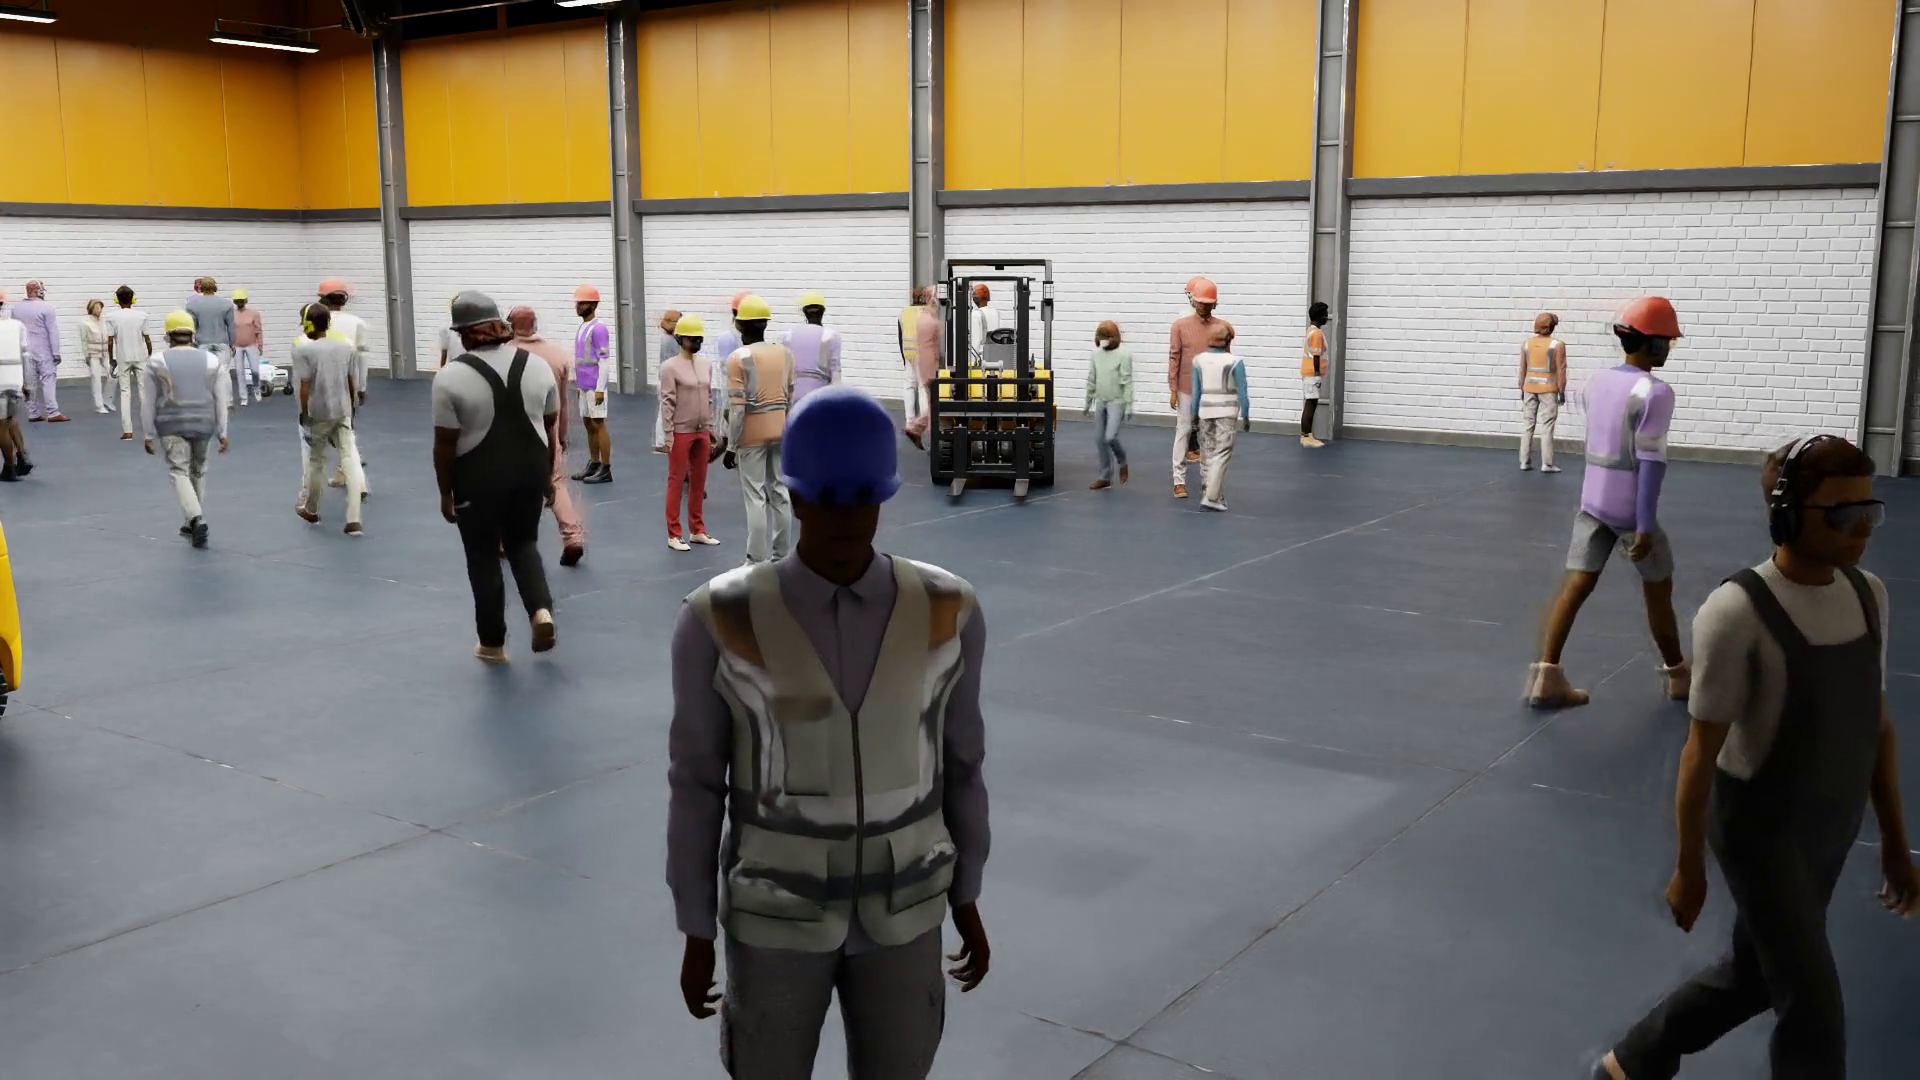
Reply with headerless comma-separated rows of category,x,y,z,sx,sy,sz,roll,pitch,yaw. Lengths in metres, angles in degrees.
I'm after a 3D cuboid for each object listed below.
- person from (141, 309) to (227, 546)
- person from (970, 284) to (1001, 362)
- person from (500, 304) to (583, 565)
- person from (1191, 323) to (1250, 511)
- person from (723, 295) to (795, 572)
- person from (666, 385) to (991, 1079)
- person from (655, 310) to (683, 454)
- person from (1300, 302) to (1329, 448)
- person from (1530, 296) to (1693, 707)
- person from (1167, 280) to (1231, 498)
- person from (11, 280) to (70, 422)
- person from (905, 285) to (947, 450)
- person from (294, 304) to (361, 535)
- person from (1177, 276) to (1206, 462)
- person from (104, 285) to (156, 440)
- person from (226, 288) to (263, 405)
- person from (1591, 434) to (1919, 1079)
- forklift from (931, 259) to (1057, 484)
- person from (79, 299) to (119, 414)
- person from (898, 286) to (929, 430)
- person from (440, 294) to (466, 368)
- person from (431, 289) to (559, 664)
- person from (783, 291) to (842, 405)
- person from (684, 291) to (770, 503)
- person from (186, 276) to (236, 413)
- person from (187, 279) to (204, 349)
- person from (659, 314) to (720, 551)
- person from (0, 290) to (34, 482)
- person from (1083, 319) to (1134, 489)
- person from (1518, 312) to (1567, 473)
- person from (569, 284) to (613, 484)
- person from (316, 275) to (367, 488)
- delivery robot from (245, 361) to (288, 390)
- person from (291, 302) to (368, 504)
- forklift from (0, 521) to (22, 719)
person,-5.915,-0.864,12.725,0.599,1.803,0.834,-8,13,-41
person,0.285,-2.155,20.164,0.357,1.884,0.574,6,11,33
person,-3.043,-0.745,11.857,0.651,1.872,0.978,-9,13,-42
person,2.245,-1.058,14.388,0.538,1.634,0.456,8,12,40
person,-1.381,-0.702,11.376,0.370,1.928,0.585,8,12,39
person,-0.229,0.682,3.087,0.615,1.943,0.409,-3,10,-18
person,-3.183,-1.762,18.620,0.563,1.611,0.524,1,10,5
person,4.117,-1.914,19.314,0.321,1.689,0.530,2,10,9
person,3.242,-0.169,8.025,1.048,1.987,0.633,-3,10,-17
person,2.199,-1.375,15.215,0.609,1.986,0.391,-2,10,-12
person,-12.347,-2.531,22.334,0.643,1.908,0.399,2,10,12
person,-0.302,-1.871,18.432,0.507,1.894,0.660,1,10,6
person,-5.057,-0.961,13.267,0.535,1.807,1.003,-9,13,-41
person,2.541,-1.850,18.014,0.375,1.995,0.611,5,11,27
person,-10.030,-2.142,20.126,0.508,1.872,0.328,-6,11,-30
person,-10.737,-2.892,24.940,0.528,1.757,0.363,-3,10,-17
person,1.784,0.654,3.680,0.513,1.812,0.923,-5,11,-29
forklift,0.370,-1.738,16.759,1.214,2.155,2.313,1,10,3
person,-12.168,-2.588,23.520,0.368,1.625,0.510,6,11,33
person,-0.511,-2.326,21.328,0.624,1.838,0.430,9,13,44
person,-5.323,-1.751,17.957,0.538,1.827,0.967,-7,12,-35
person,-2.501,-0.343,8.905,0.697,2.000,0.556,-7,12,-38
person,-1.285,-1.263,14.838,0.591,1.883,0.735,3,10,17
person,-2.044,-1.270,14.847,0.886,1.912,0.557,4,10,23
person,-10.611,-2.764,23.627,0.631,1.940,0.372,-4,10,-24
person,-13.568,-3.747,29.845,0.451,1.856,0.605,7,12,37
person,-2.017,-0.807,12.490,0.318,1.766,0.534,7,12,35
person,-9.383,-1.520,16.248,0.400,1.926,0.567,4,10,22
person,1.413,-1.261,15.624,0.393,1.617,0.589,-9,13,-42
person,5.955,-1.505,17.024,0.310,1.636,0.522,-8,13,-40
person,-3.612,-1.517,16.197,0.359,1.937,0.552,-6,11,-33
person,-5.839,-1.471,15.675,0.587,2.024,0.627,7,12,36
delivery robot,-11.146,-2.641,26.731,0.707,0.478,0.477,6,11,30
person,-5.618,-1.209,14.786,0.953,1.805,0.630,9,13,42
forklift,-5.296,-0.090,6.943,1.214,2.155,2.313,7,12,35
